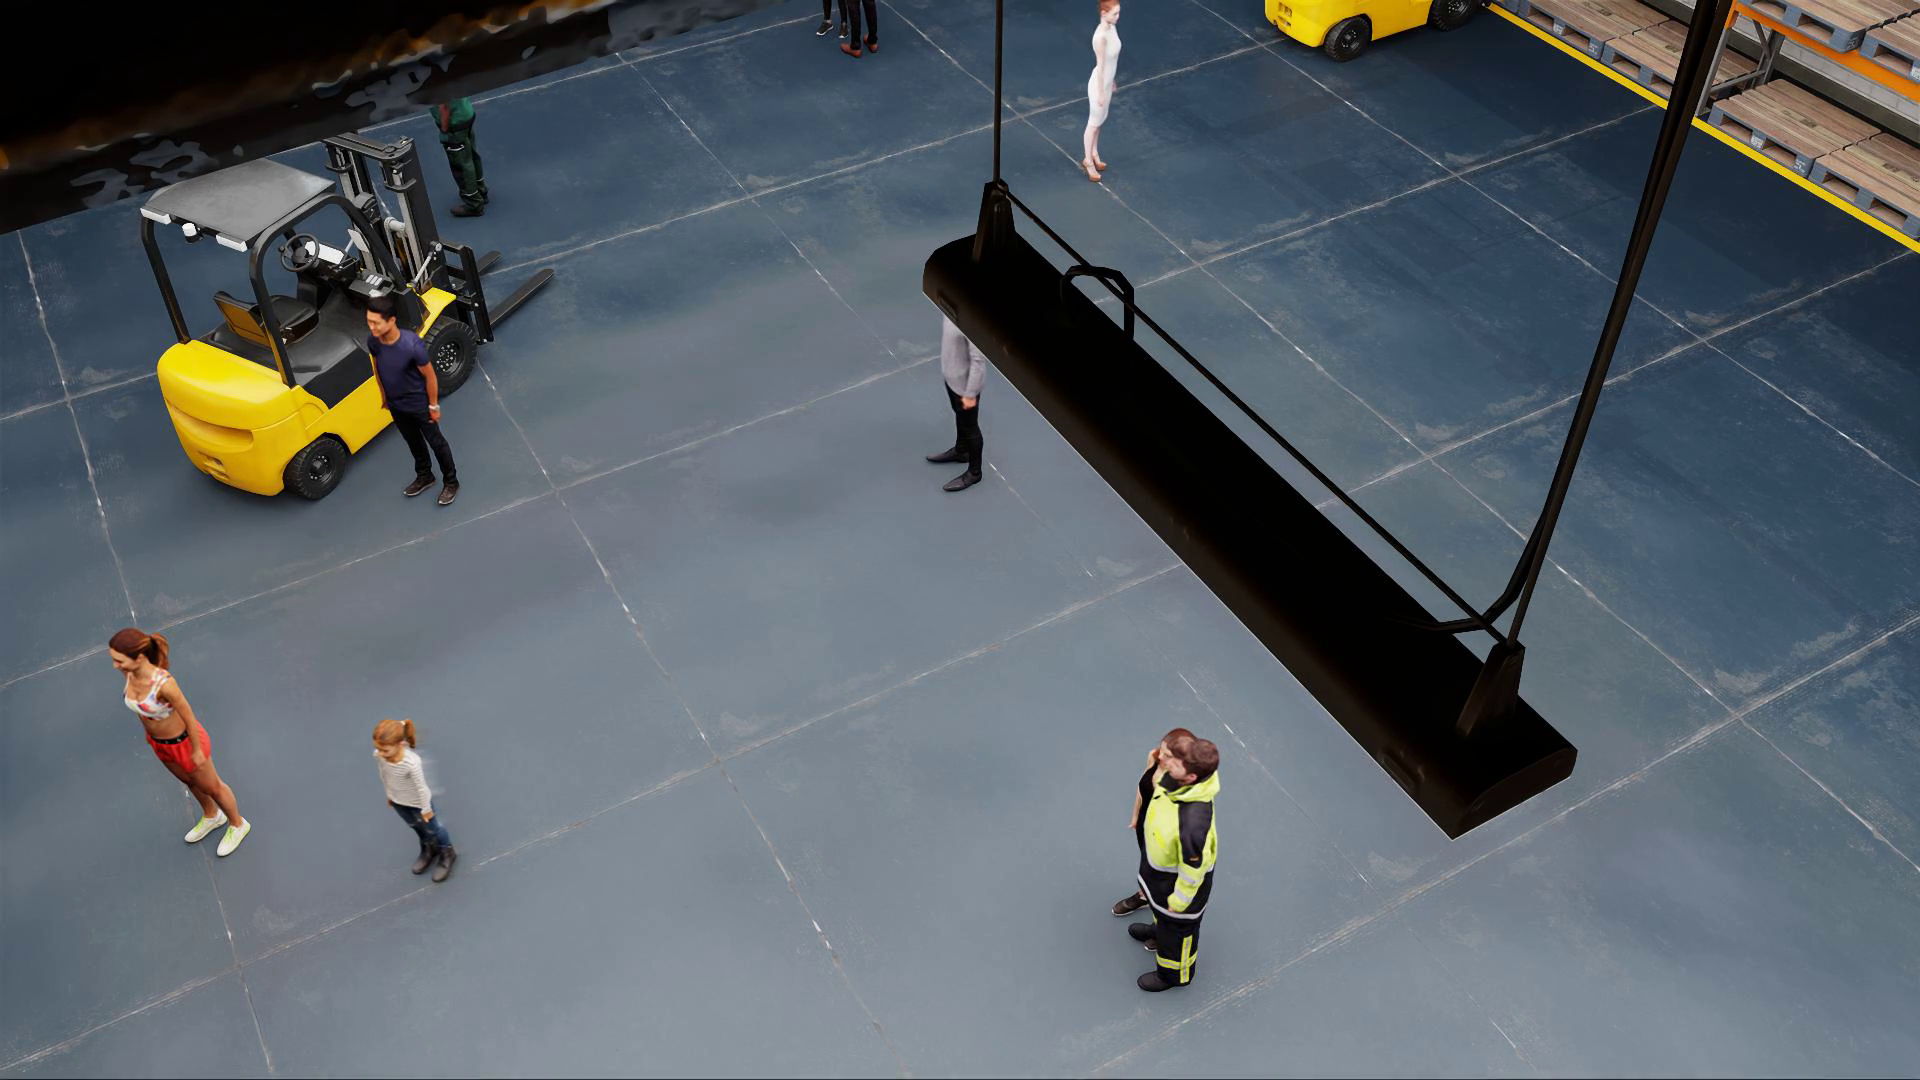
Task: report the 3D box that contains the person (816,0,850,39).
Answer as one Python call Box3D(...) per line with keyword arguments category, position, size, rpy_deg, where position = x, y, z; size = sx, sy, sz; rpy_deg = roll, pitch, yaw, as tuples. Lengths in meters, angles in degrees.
Box3D(category="person", position=(-1.334, -6.054, 17.299), size=(0.625, 1.643, 0.688), rpy_deg=(11, 45, 11))

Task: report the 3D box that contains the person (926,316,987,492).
Box3D(category="person", position=(0.036, -1.211, 12.011), size=(0.850, 1.923, 0.647), rpy_deg=(-12, 45, -13))

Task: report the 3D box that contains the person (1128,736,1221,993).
Box3D(category="person", position=(1.176, 1.714, 8.898), size=(0.928, 1.983, 0.786), rpy_deg=(-1, 44, -1))

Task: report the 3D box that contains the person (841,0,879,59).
Box3D(category="person", position=(-1.043, -5.837, 16.897), size=(0.706, 1.883, 0.559), rpy_deg=(-24, 49, -23))

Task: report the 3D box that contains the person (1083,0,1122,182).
Box3D(category="person", position=(1.281, -4.136, 15.171), size=(0.679, 1.800, 0.635), rpy_deg=(13, 45, 14))

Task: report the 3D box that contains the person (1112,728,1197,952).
Box3D(category="person", position=(1.136, 1.617, 9.186), size=(0.628, 1.726, 0.454), rpy_deg=(-24, 49, -23))

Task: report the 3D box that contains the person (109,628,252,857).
Box3D(category="person", position=(-4.525, 1.154, 9.625), size=(0.655, 1.791, 0.744), rpy_deg=(20, 47, 20))

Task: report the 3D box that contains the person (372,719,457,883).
Box3D(category="person", position=(-3.169, 1.484, 9.625), size=(0.537, 1.314, 0.608), rpy_deg=(19, 47, 19))

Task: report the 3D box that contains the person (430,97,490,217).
Box3D(category="person", position=(-4.474, -3.729, 14.716), size=(0.845, 1.840, 0.746), rpy_deg=(3, 44, 3))

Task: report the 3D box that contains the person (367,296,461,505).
Box3D(category="person", position=(-3.922, -1.012, 11.899), size=(0.684, 1.790, 0.774), rpy_deg=(15, 46, 15))
